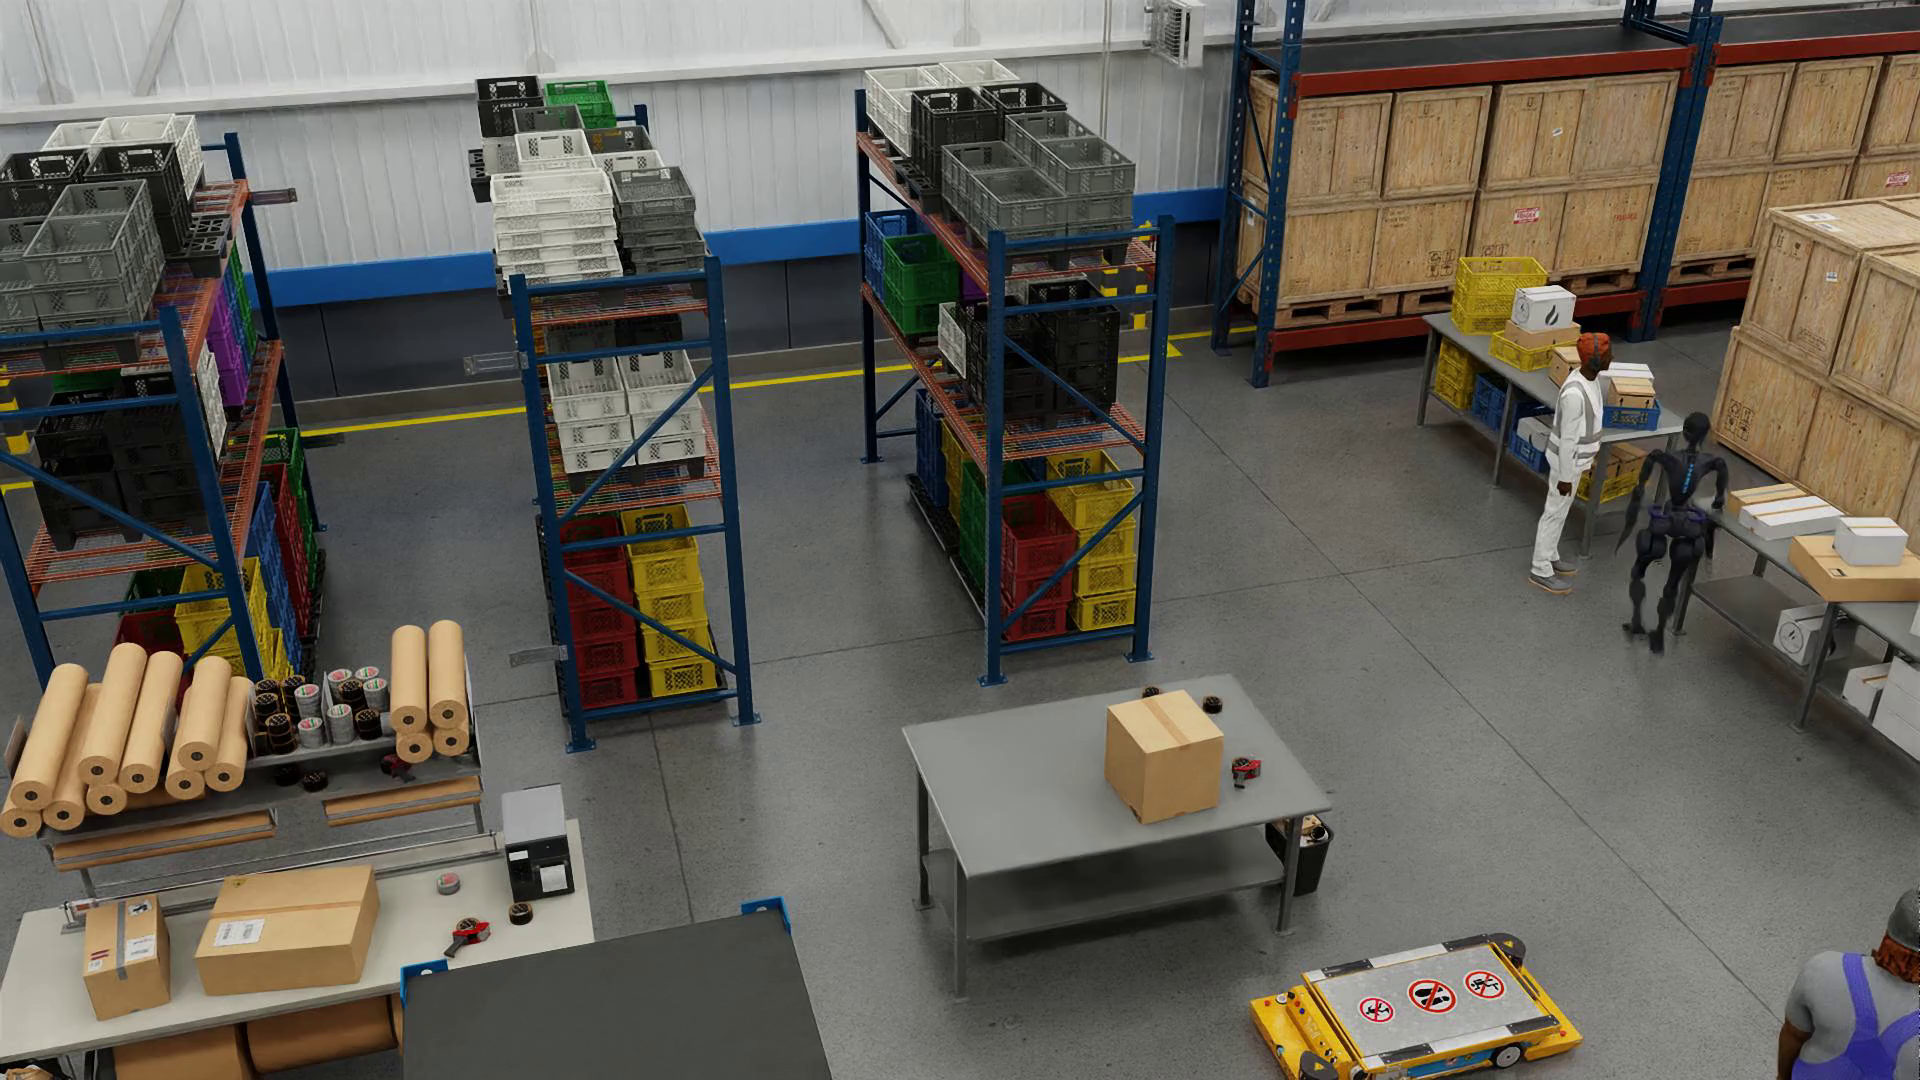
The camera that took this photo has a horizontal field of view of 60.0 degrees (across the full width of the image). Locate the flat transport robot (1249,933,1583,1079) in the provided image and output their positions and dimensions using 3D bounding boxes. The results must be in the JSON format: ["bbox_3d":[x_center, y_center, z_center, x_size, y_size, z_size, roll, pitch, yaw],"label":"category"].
[{"bbox_3d":[2.184,2.282,7.980,1.431,0.197,0.652,-8,30,-14],"label":"flat transport robot"}]

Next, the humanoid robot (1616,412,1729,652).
[{"bbox_3d":[4.619,-0.067,10.818,0.618,1.640,0.430,7,29,12],"label":"humanoid robot"}]

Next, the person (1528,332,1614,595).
[{"bbox_3d":[4.221,-0.540,11.467,0.351,1.882,0.582,14,32,24],"label":"person"}]
